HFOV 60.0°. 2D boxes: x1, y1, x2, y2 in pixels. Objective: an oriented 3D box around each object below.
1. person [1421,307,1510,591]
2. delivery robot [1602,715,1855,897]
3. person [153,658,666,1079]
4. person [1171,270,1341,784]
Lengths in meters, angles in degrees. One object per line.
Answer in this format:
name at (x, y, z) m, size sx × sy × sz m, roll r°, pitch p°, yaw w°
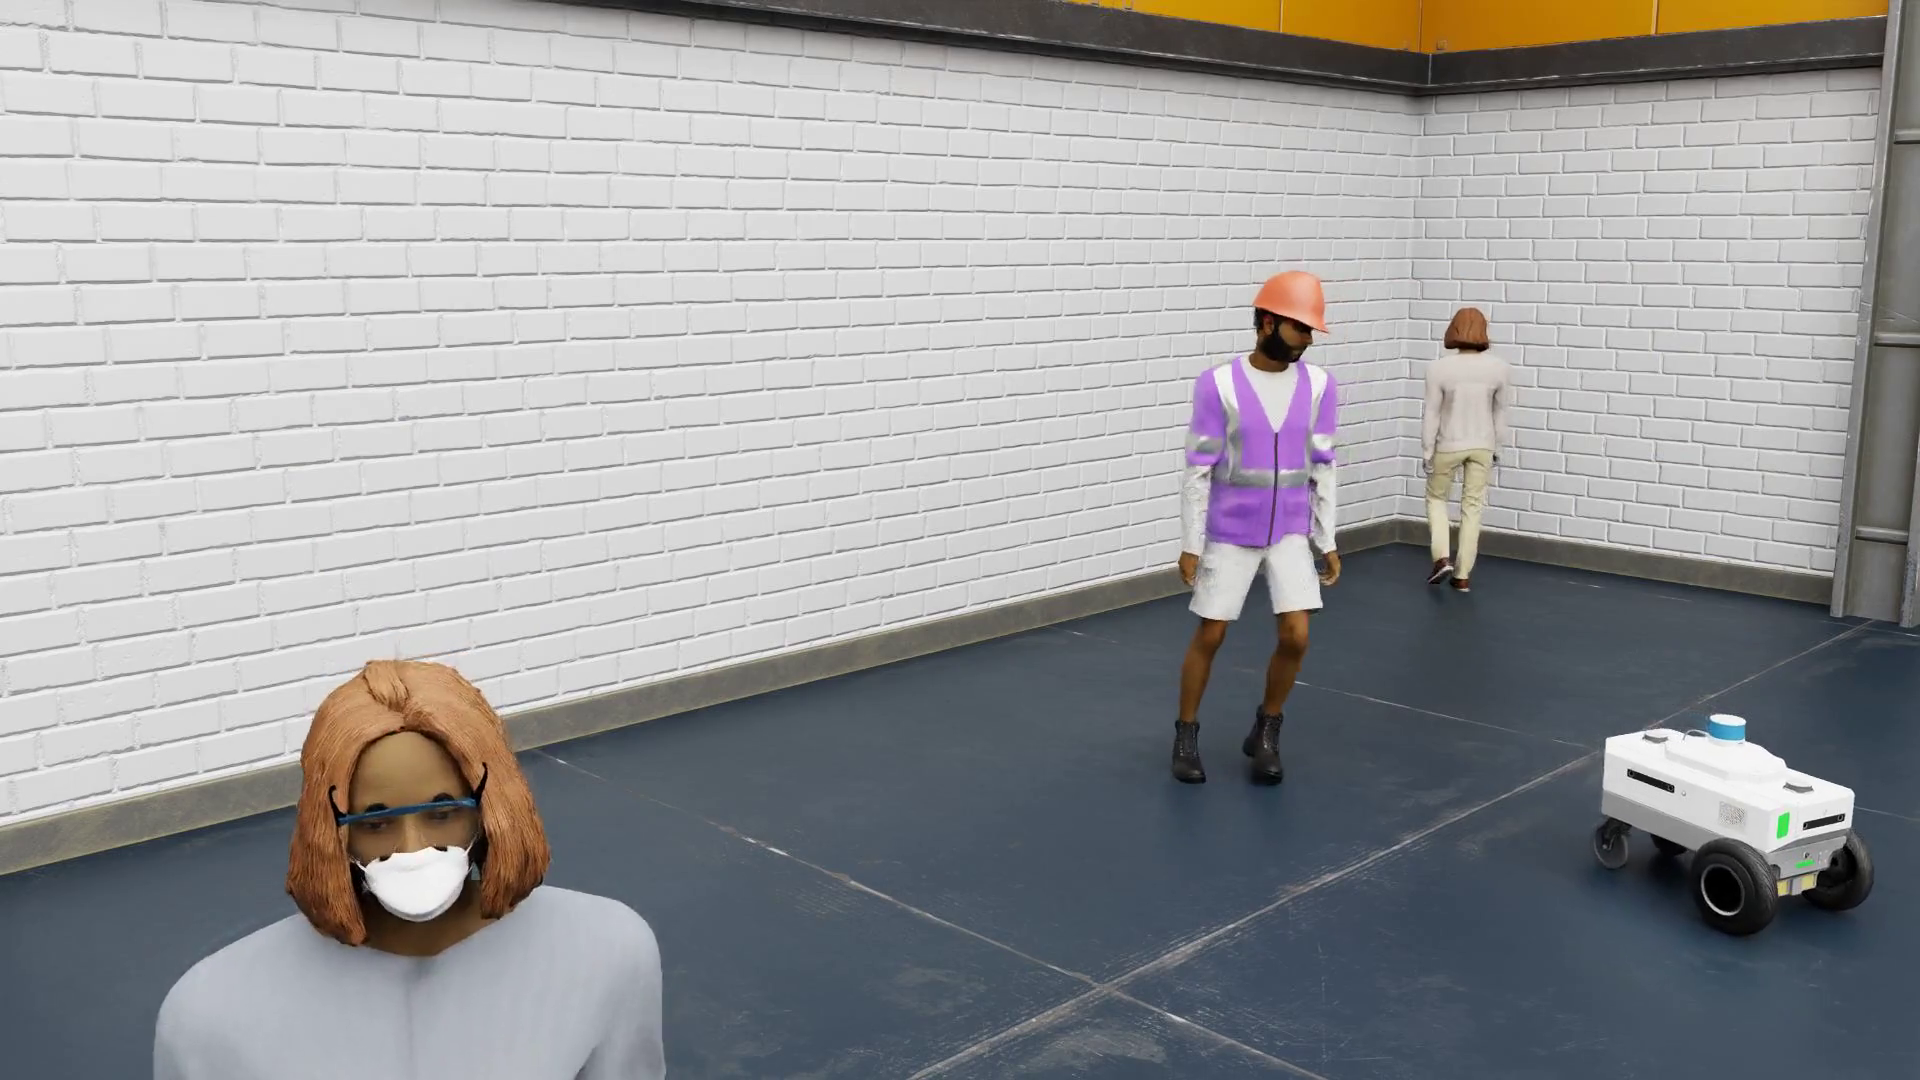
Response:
person at (2.857, -0.511, 9.493) m, size 0.502 × 1.620 × 0.347 m, roll 0°, pitch 10°, yaw 2°
delivery robot at (2.326, 0.778, 5.088) m, size 0.477 × 0.478 × 0.707 m, roll -5°, pitch 12°, yaw -25°
person at (-0.545, 0.906, 1.754) m, size 0.505 × 1.622 × 0.407 m, roll -4°, pitch 11°, yaw -19°
person at (1.090, -0.031, 6.099) m, size 0.608 × 1.899 × 0.518 m, roll -2°, pitch 11°, yaw -10°
